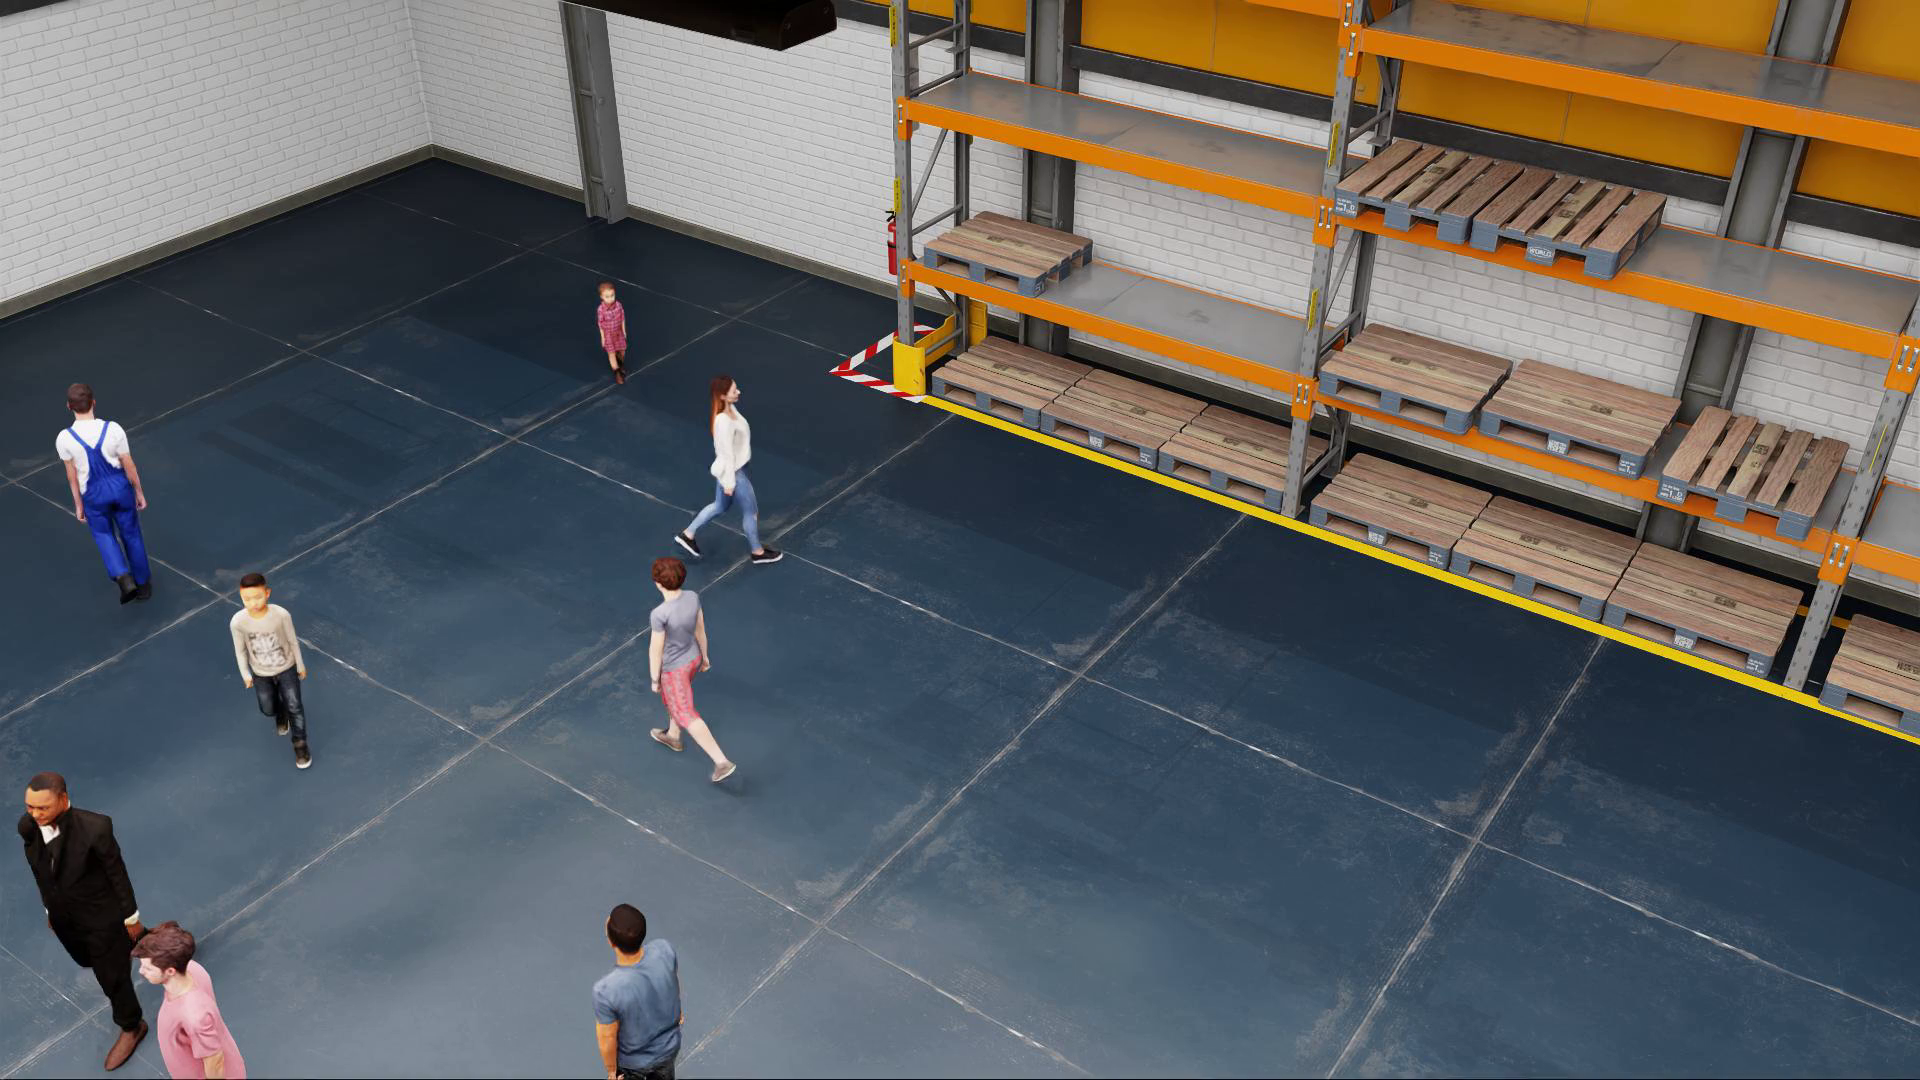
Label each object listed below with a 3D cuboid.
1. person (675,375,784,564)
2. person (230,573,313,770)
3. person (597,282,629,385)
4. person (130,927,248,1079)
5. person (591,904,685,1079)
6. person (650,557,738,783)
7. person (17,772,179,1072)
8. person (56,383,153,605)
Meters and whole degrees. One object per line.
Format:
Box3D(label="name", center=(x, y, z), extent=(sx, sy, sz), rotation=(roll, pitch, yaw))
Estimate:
Box3D(label="person", center=(-1.856, -0.511, 12.911), extent=(1.134, 1.668, 1.042), rotation=(-4, 34, -6))
Box3D(label="person", center=(-4.572, 0.817, 11.110), extent=(0.779, 1.451, 0.883), rotation=(-12, 35, -17))
Box3D(label="person", center=(-3.293, -1.982, 15.714), extent=(0.516, 1.016, 0.578), rotation=(-16, 37, -23))
Box3D(label="person", center=(-3.575, 2.581, 7.998), extent=(0.742, 1.958, 0.594), rotation=(-23, 40, -30))
Box3D(label="person", center=(-1.500, 2.532, 8.217), extent=(0.737, 1.797, 0.845), rotation=(-29, 43, -36))
Box3D(label="person", center=(-1.781, 0.873, 10.871), extent=(1.081, 1.623, 0.606), rotation=(22, 40, 30))
Box3D(label="person", center=(-4.665, 1.945, 9.017), extent=(1.110, 1.889, 1.005), rotation=(7, 34, 11))
Box3D(label="person", center=(-6.348, -0.274, 12.405), extent=(0.858, 1.835, 0.991), rotation=(-17, 37, -24))
